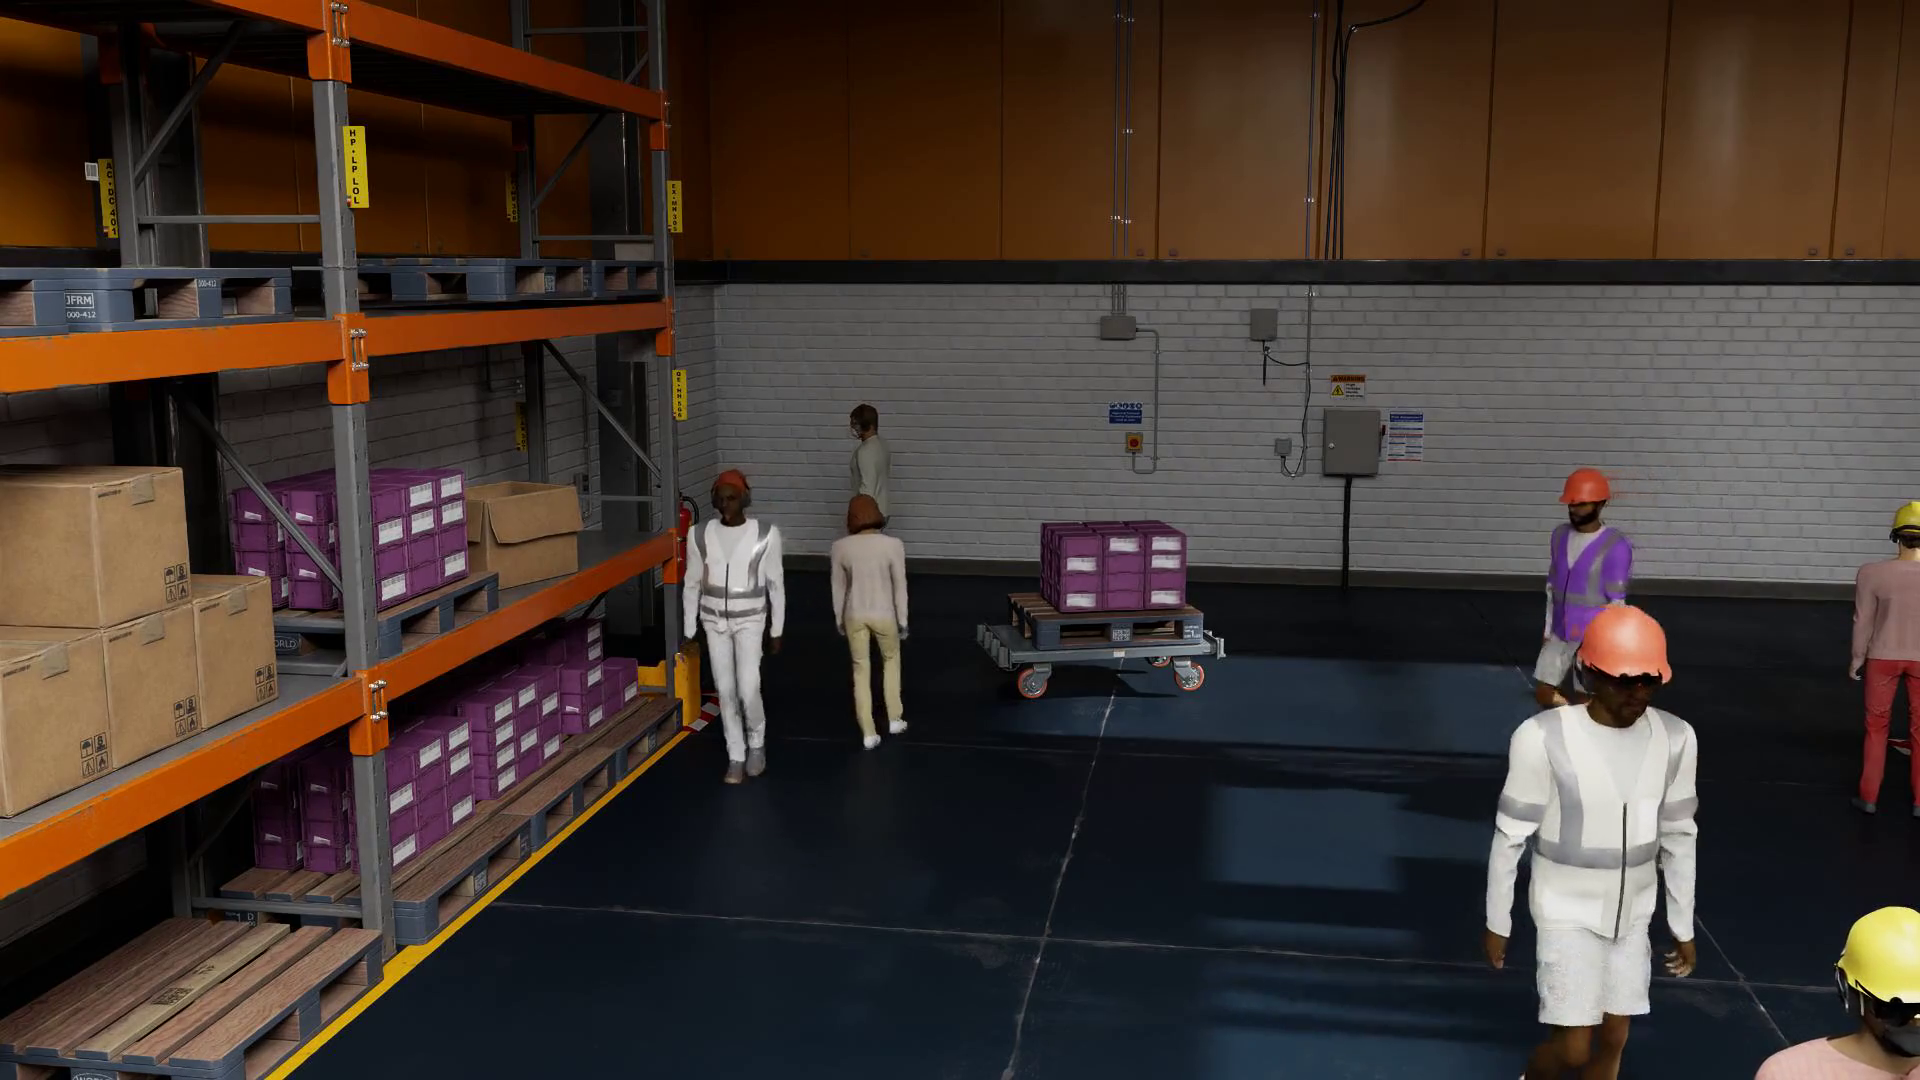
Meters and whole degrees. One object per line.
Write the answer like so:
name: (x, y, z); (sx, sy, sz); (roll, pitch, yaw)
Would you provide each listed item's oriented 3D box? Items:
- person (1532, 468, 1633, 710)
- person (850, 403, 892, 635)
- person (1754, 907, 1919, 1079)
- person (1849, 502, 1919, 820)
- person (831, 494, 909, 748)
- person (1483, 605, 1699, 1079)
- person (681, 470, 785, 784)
person: (3.567, 0.537, 9.541); (0.454, 1.924, 0.574); (-4, 10, -26)
person: (-0.760, -0.173, 13.888); (0.373, 1.937, 0.629); (1, 9, 9)
person: (1.883, 1.602, 3.460); (0.533, 1.767, 0.326); (0, 9, -2)
person: (5.217, 0.669, 9.214); (0.523, 1.769, 0.316); (4, 10, 22)
person: (-0.563, 0.499, 10.717); (0.525, 1.602, 0.688); (2, 9, 10)
person: (2.007, 1.180, 5.270); (0.651, 2.023, 0.502); (-2, 9, -10)
person: (-1.346, 0.521, 9.799); (0.587, 1.866, 0.417); (2, 9, 9)
